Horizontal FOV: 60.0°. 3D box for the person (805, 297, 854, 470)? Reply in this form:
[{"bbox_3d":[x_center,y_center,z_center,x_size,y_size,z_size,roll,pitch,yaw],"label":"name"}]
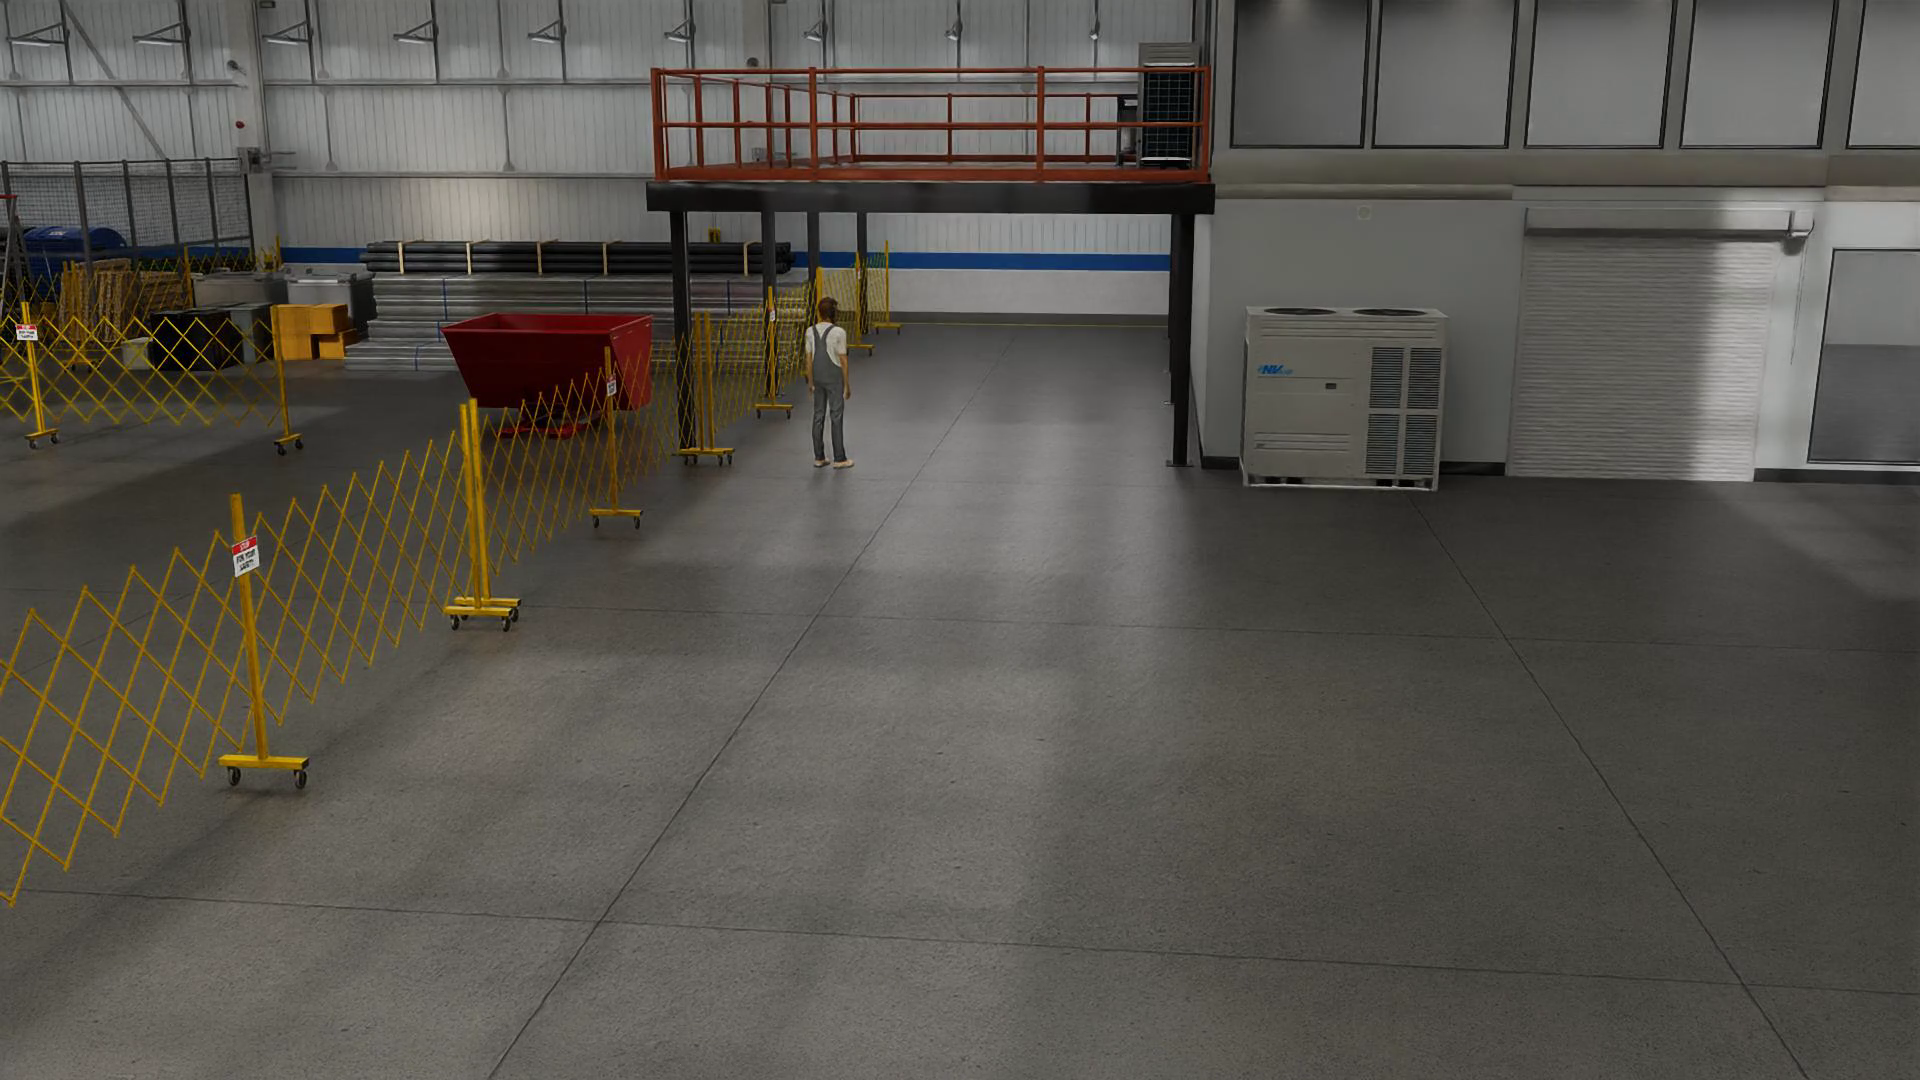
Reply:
[{"bbox_3d":[-1.403,-1.670,17.788,0.504,1.839,0.344,7,15,26],"label":"person"}]
